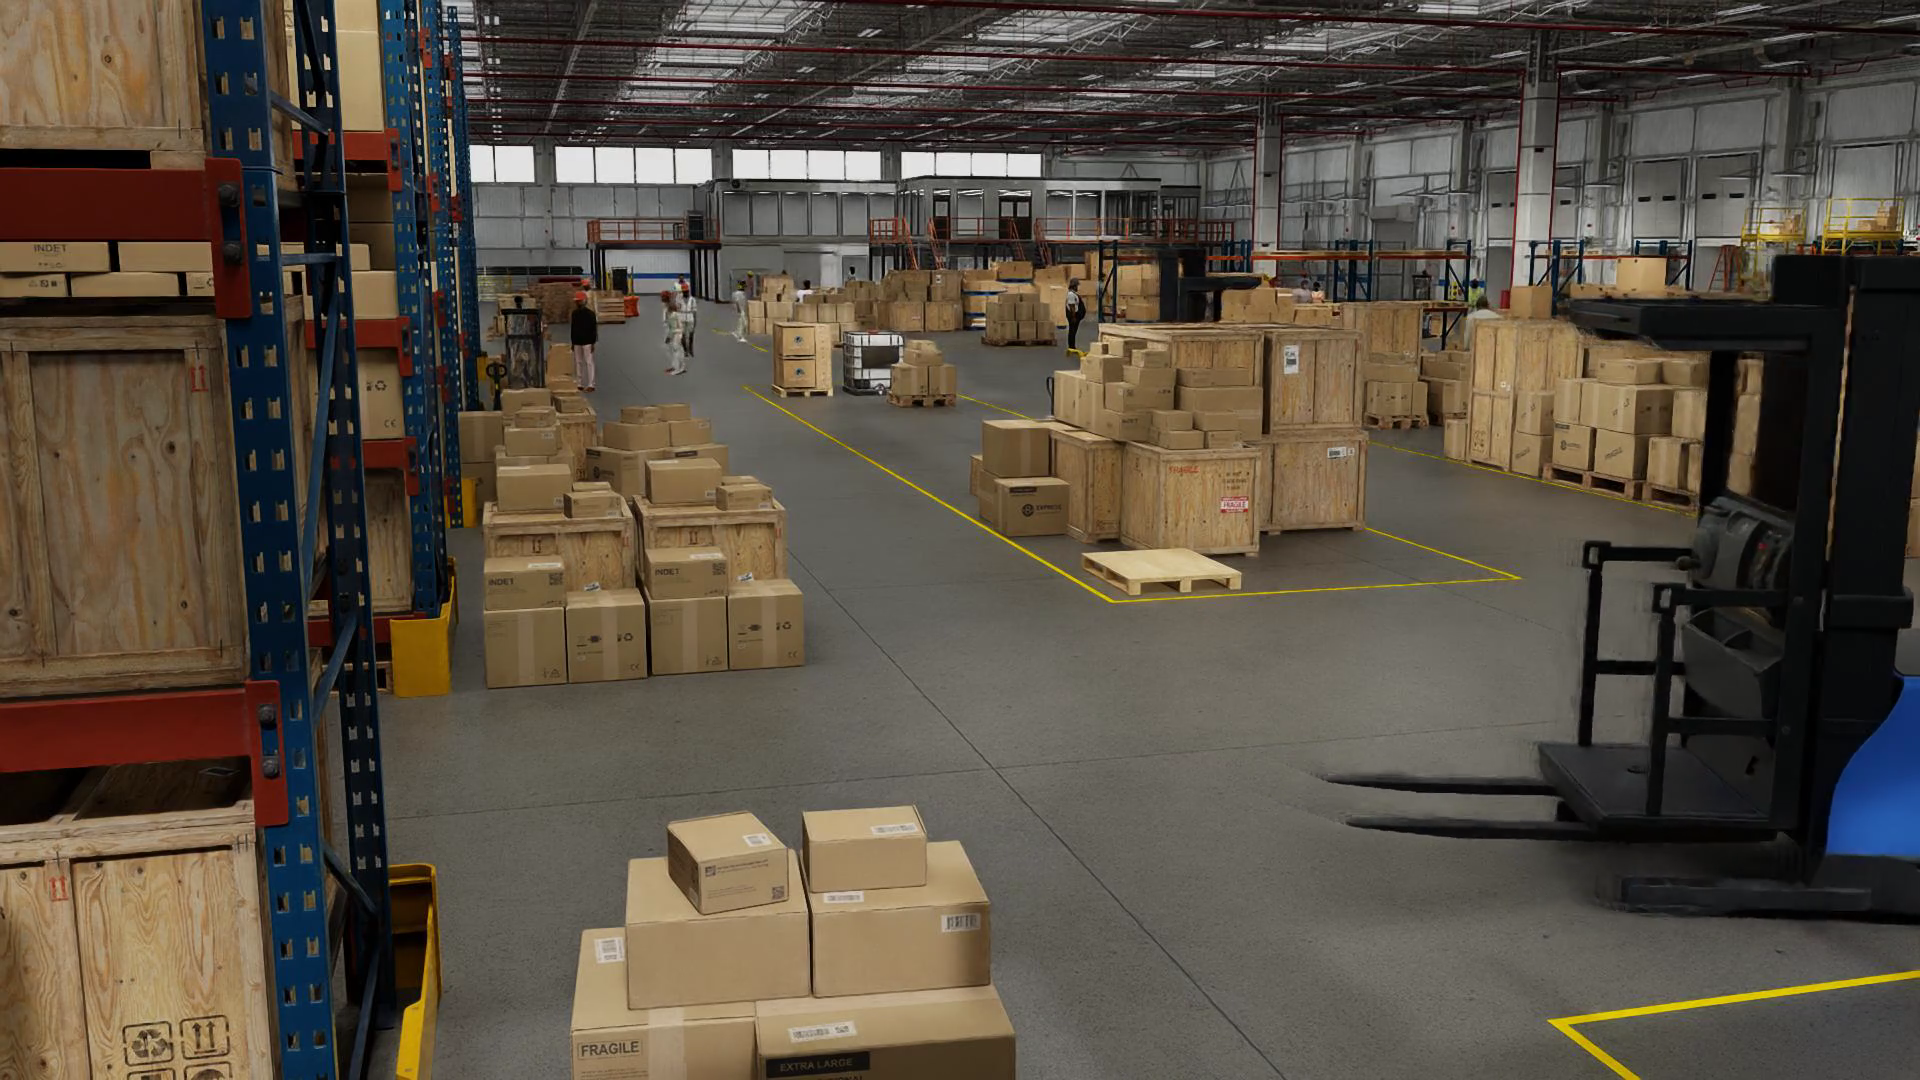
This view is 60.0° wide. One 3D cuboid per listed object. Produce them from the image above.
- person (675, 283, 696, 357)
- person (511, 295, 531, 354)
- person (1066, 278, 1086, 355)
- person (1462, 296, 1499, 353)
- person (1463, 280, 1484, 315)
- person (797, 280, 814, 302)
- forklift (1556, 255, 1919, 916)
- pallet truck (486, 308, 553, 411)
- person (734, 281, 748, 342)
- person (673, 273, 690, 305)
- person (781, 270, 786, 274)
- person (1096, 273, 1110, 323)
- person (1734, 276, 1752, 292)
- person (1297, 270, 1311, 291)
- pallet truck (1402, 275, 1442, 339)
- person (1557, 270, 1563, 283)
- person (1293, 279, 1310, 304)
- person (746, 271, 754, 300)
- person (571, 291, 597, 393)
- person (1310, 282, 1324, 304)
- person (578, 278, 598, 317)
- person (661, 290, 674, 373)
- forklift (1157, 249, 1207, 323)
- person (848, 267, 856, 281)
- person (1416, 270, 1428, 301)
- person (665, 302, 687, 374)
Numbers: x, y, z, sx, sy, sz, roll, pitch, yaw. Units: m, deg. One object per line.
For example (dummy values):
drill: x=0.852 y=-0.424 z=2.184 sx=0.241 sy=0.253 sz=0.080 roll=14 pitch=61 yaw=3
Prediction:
person: x=-7.109 y=-5.701 z=43.176 sx=0.552 sy=1.921 sz=0.436 roll=-2 pitch=10 yaw=-14
person: x=-10.729 y=-5.110 z=40.506 sx=0.544 sy=1.689 sz=0.367 roll=-1 pitch=10 yaw=-4
person: x=3.077 y=-5.951 z=44.250 sx=0.537 sy=2.000 sz=0.682 roll=1 pitch=10 yaw=3
person: x=9.928 y=-3.699 z=31.832 sx=0.633 sy=1.915 sz=0.676 roll=-2 pitch=10 yaw=-10
person: x=16.697 y=-7.572 z=54.145 sx=0.643 sy=1.788 sz=0.975 roll=3 pitch=10 yaw=17
person: x=-4.554 y=-6.807 z=49.609 sx=0.619 sy=1.862 sz=1.023 roll=4 pitch=11 yaw=22
forklift: x=3.820 y=0.151 z=7.321 sx=1.873 sy=2.768 sz=1.129 roll=1 pitch=10 yaw=4
pallet truck: x=-6.242 y=-2.418 z=24.362 sx=0.823 sy=1.965 sz=1.885 roll=1 pitch=10 yaw=3
person: x=-6.600 y=-6.884 z=50.108 sx=0.448 sy=1.842 sz=0.533 roll=4 pitch=11 yaw=23
person: x=-10.157 y=-8.803 z=60.778 sx=0.619 sy=1.905 sz=0.544 roll=-2 pitch=10 yaw=-11
person: x=-7.780 y=-11.164 z=74.352 sx=0.625 sy=1.829 sz=0.520 roll=9 pitch=13 yaw=40
person: x=5.419 y=-9.044 z=62.278 sx=0.571 sy=1.854 sz=0.535 roll=-9 pitch=13 yaw=-42
person: x=26.971 y=-8.161 z=57.264 sx=0.671 sy=1.865 sz=0.680 roll=-9 pitch=14 yaw=-43
person: x=13.927 y=-9.965 z=67.309 sx=0.556 sy=1.918 sz=0.429 roll=8 pitch=13 yaw=38
pallet truck: x=14.620 y=-7.324 z=52.145 sx=0.823 sy=1.965 sz=1.885 roll=8 pitch=13 yaw=40
person: x=23.151 y=-9.533 z=64.707 sx=0.628 sy=1.972 sz=0.652 roll=5 pitch=11 yaw=28
person: x=10.354 y=-7.019 z=50.724 sx=0.632 sy=1.911 sz=0.902 roll=-7 pitch=12 yaw=-35
person: x=-9.375 y=-11.140 z=74.441 sx=0.343 sy=1.760 sz=0.542 roll=4 pitch=11 yaw=22
person: x=-7.406 y=-3.882 z=32.664 sx=0.608 sy=1.995 sz=0.377 roll=5 pitch=11 yaw=28
person: x=11.844 y=-7.738 z=55.353 sx=0.535 sy=1.691 sz=0.318 roll=3 pitch=10 yaw=15
person: x=-11.054 y=-6.793 z=49.351 sx=0.570 sy=1.919 sz=0.401 roll=0 pitch=10 yaw=-1
person: x=-6.575 y=-4.724 z=37.764 sx=0.413 sy=1.873 sz=0.620 roll=-3 pitch=10 yaw=-16
forklift: x=3.229 y=-2.869 z=24.419 sx=1.873 sy=2.768 sz=1.129 roll=7 pitch=12 yaw=36
person: x=-4.842 y=-11.290 z=74.691 sx=0.367 sy=1.966 sz=0.606 roll=-5 pitch=11 yaw=-26
person: x=20.782 y=-11.212 z=74.660 sx=0.629 sy=1.815 sz=0.701 roll=2 pitch=10 yaw=9
person: x=-6.395 y=-4.520 z=37.417 sx=0.387 sy=1.628 sz=0.550 roll=0 pitch=10 yaw=1
